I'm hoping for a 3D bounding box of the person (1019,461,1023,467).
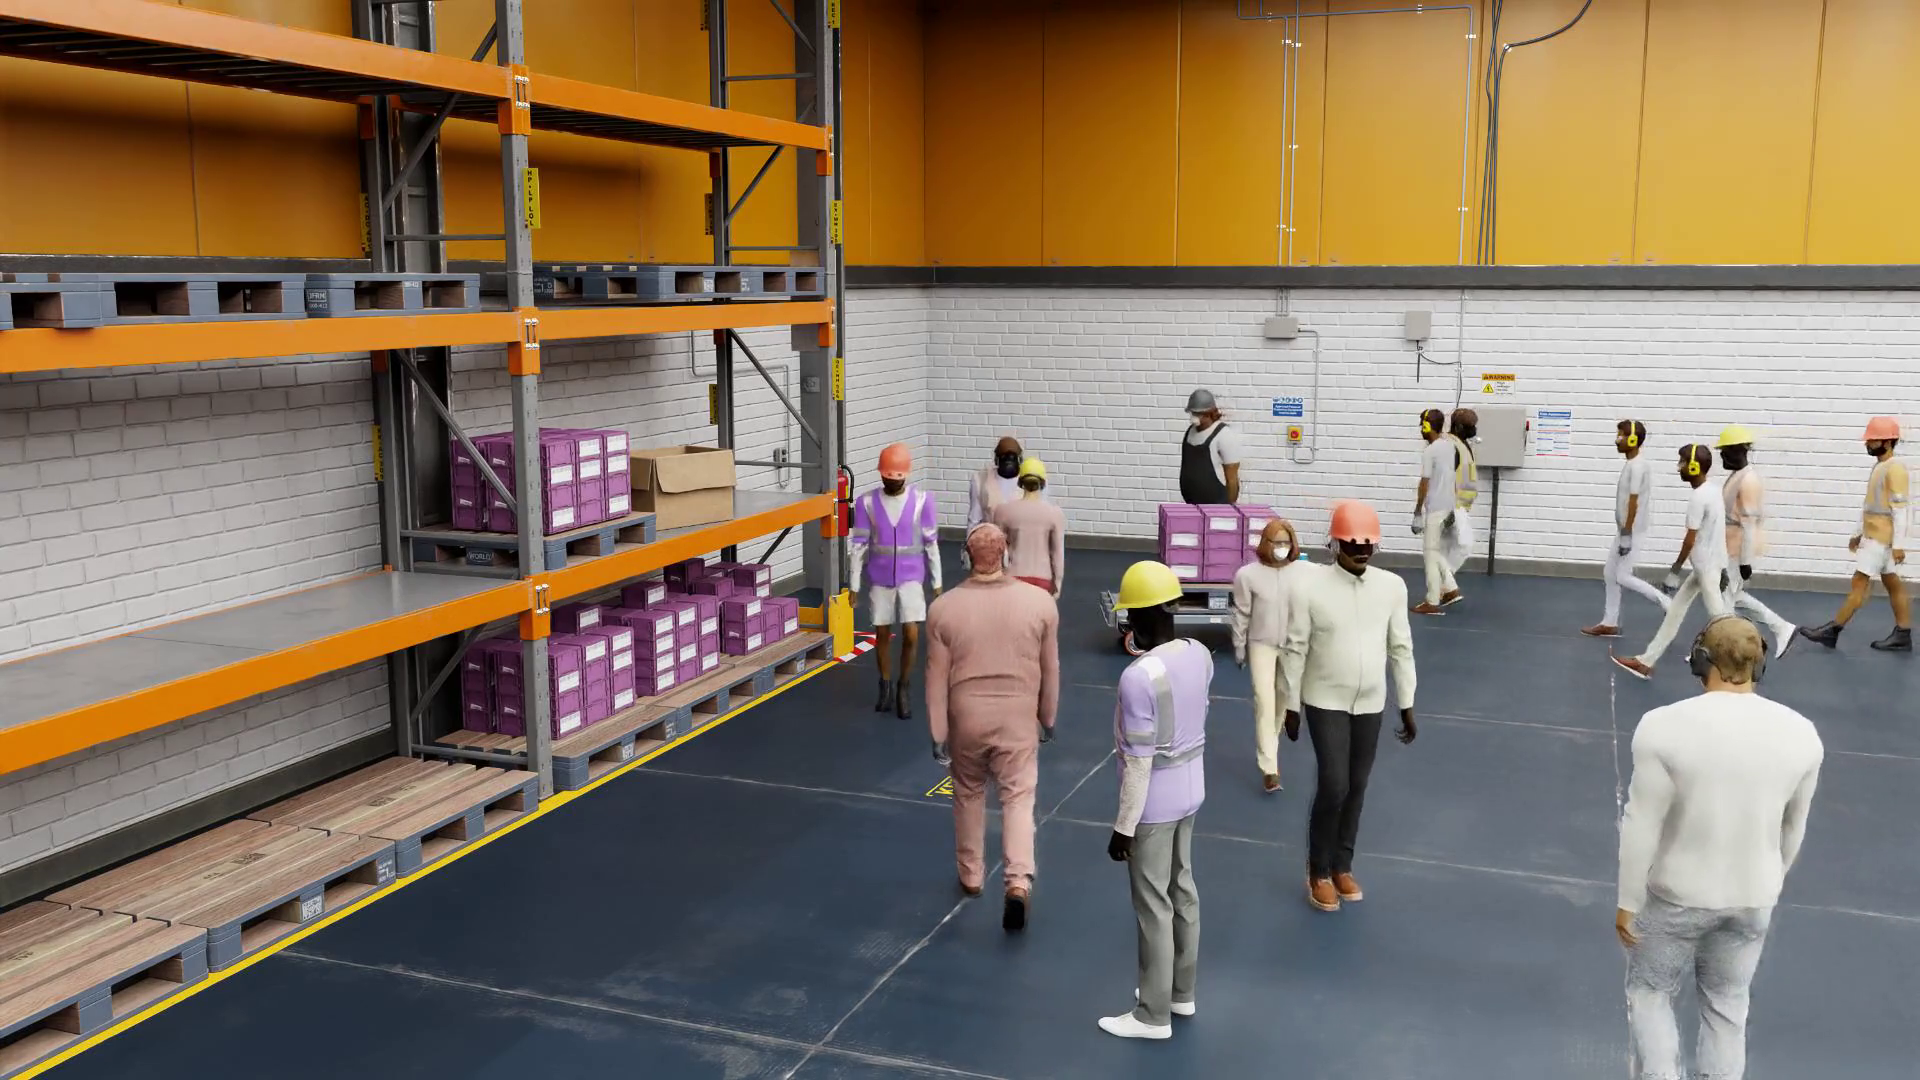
[{"bbox_3d":[0.446,0.177,12.971,0.549,1.614,0.632,-6,11,-33],"label":"person"}]

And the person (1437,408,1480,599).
[{"bbox_3d":[4.581,-0.318,15.394,0.457,1.817,0.732,5,10,26],"label":"person"}]

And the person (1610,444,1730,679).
[{"bbox_3d":[5.332,0.208,12.144,1.002,1.802,0.511,5,10,30],"label":"person"}]

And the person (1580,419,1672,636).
[{"bbox_3d":[5.618,-0.075,13.799,0.713,1.848,0.523,2,9,15],"label":"person"}]

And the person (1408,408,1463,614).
[{"bbox_3d":[4.248,-0.252,14.907,0.396,1.847,0.567,8,12,41],"label":"person"}]

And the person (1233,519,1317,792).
[{"bbox_3d":[1.892,0.682,9.818,0.502,1.594,0.824,-1,9,-5],"label":"person"}]

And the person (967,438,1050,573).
[{"bbox_3d":[0.368,0.114,12.773,0.636,1.789,0.954,1,9,9],"label":"person"}]

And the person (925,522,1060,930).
[{"bbox_3d":[0.156,0.860,7.844,0.645,1.875,0.868,0,9,0],"label":"person"}]

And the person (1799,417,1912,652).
[{"bbox_3d":[7.291,-0.043,13.420,0.930,1.896,0.574,3,10,18],"label":"person"}]

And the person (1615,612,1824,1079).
[{"bbox_3d":[2.517,1.198,5.597,0.653,1.916,0.456,0,9,2],"label":"person"}]

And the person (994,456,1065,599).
[{"bbox_3d":[0.501,0.262,12.047,0.524,1.732,0.853,-1,9,-6],"label":"person"}]

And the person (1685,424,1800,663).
[{"bbox_3d":[6.075,0.055,12.819,0.708,1.897,0.589,3,10,20],"label":"person"}]

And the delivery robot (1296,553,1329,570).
[{"bbox_3d":[3.040,0.359,14.819,0.707,0.478,0.477,-8,12,-41],"label":"delivery robot"}]

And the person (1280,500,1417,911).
[{"bbox_3d":[1.888,0.794,7.952,0.617,1.975,0.597,-2,9,-15],"label":"person"}]

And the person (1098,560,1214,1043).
[{"bbox_3d":[0.773,1.031,6.615,0.373,1.921,0.585,6,11,34],"label":"person"}]

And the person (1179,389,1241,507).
[{"bbox_3d":[2.407,-0.472,15.677,0.782,2.000,0.701,-6,11,-32],"label":"person"}]

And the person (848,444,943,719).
[{"bbox_3d":[-0.443,0.279,11.405,0.620,1.896,0.676,0,9,1],"label":"person"}]
